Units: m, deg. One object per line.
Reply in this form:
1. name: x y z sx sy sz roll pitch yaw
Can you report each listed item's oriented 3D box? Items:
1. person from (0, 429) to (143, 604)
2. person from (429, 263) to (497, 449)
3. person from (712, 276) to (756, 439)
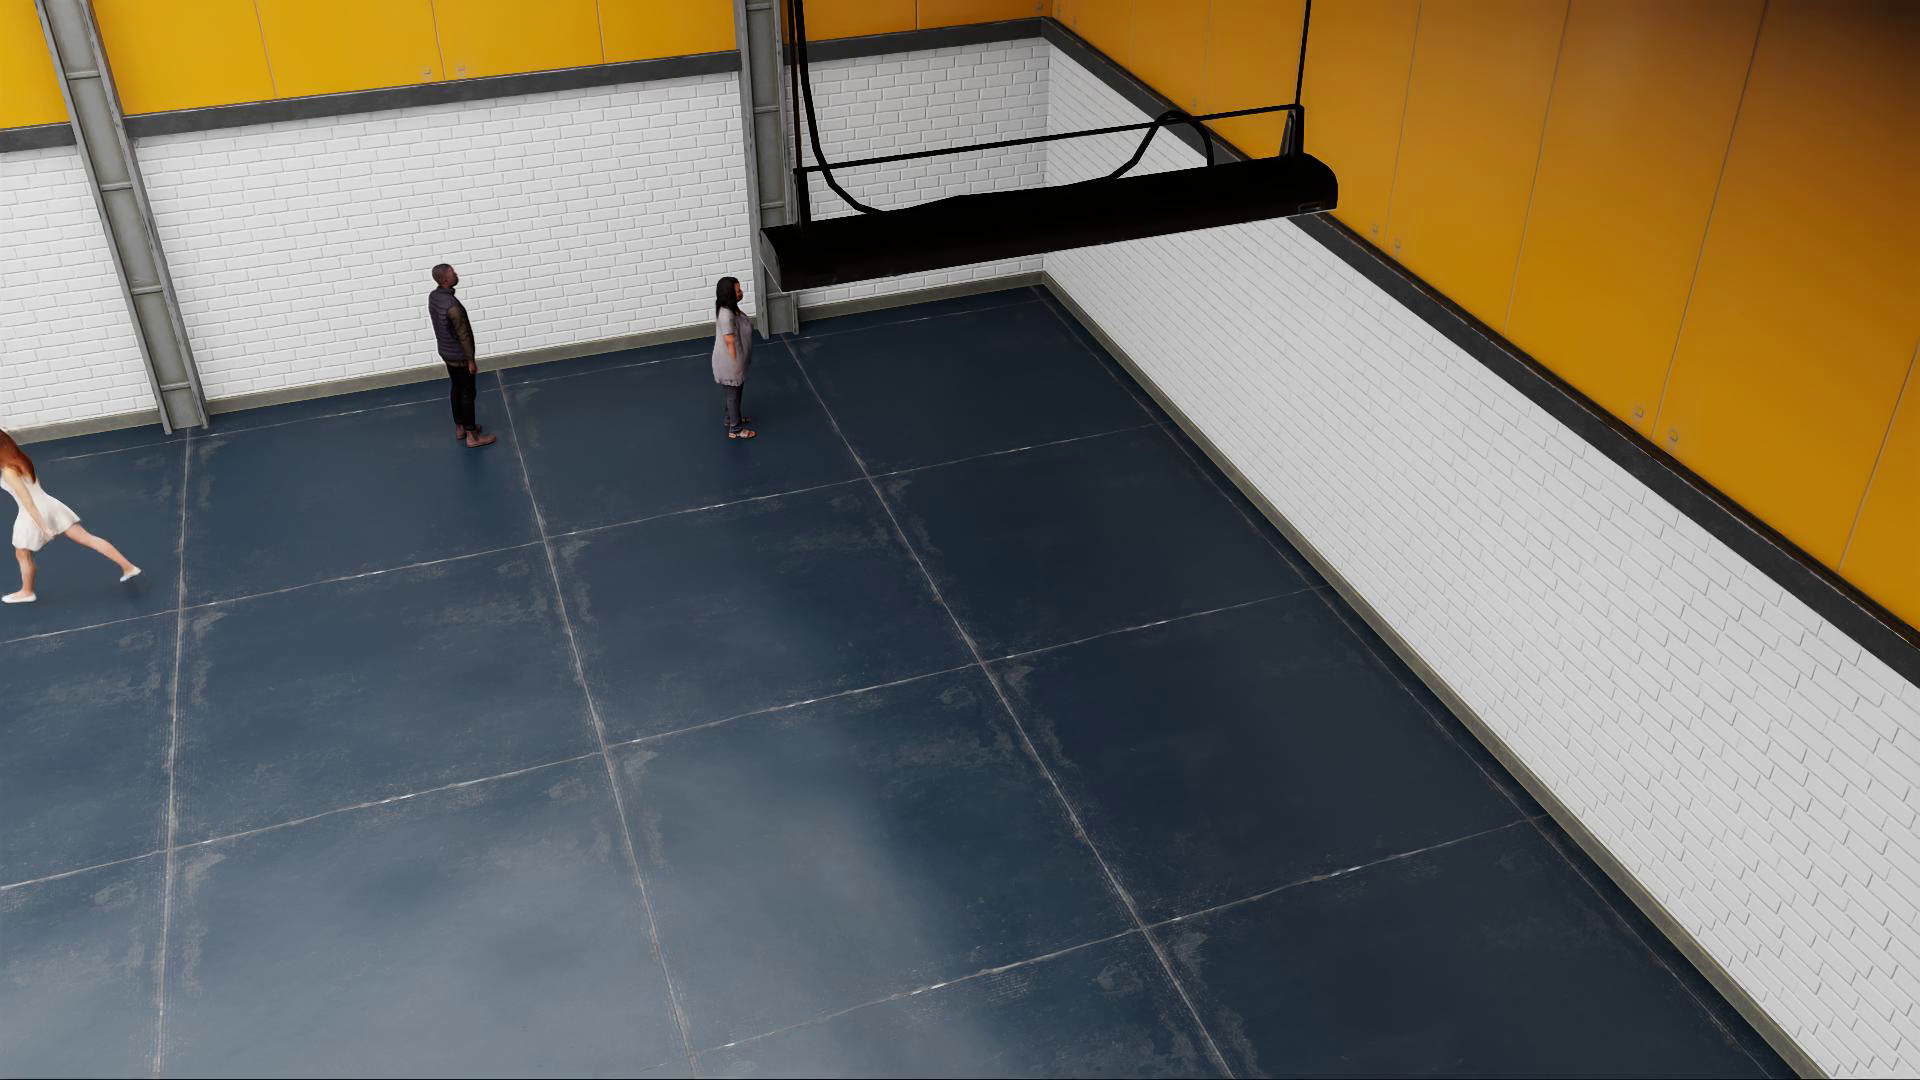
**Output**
1. person: -7.323 -0.176 13.466 1.367 1.629 0.766 -4 34 -6
2. person: -4.730 -1.753 15.652 0.695 1.836 0.769 -25 41 -32
3. person: -2.187 -1.763 15.871 0.665 1.610 0.645 -8 35 -12
